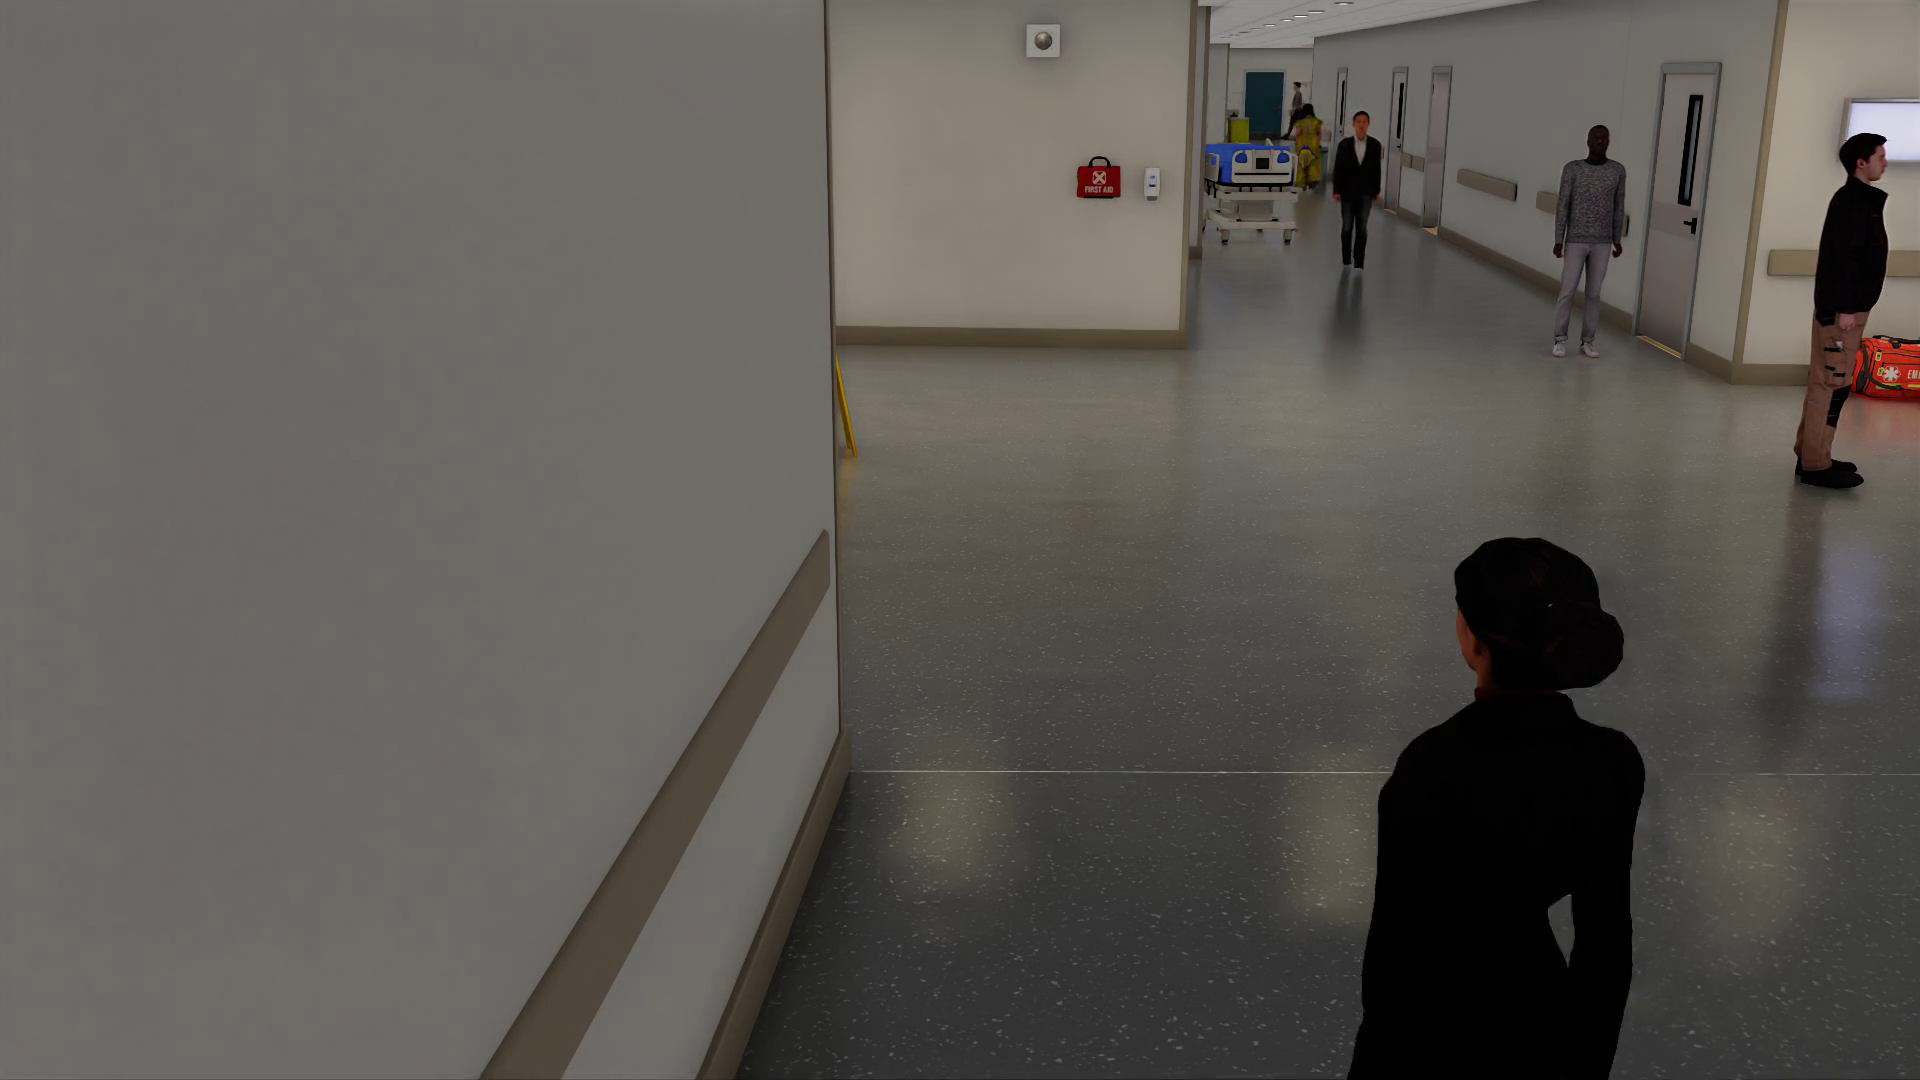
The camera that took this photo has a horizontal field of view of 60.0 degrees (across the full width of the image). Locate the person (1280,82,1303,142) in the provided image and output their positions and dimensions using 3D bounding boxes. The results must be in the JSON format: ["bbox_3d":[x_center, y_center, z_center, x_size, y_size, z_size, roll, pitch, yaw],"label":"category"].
[{"bbox_3d":[11.192,-14.088,54.759,1.017,1.880,0.743,2,16,7],"label":"person"}]

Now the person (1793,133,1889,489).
[{"bbox_3d":[4.901,-1.278,9.241,0.729,1.925,0.770,7,17,23],"label":"person"}]

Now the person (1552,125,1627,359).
[{"bbox_3d":[5.062,-2.406,13.403,0.467,1.837,0.746,2,16,6],"label":"person"}]

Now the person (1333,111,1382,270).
[{"bbox_3d":[4.599,-4.045,19.356,1.097,1.762,0.804,2,16,7],"label":"person"}]

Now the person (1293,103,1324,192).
[{"bbox_3d":[6.696,-7.532,31.943,0.737,1.643,0.769,2,16,6],"label":"person"}]

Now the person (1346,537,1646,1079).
[{"bbox_3d":[0.767,0.811,2.380,0.887,1.626,0.834,-5,17,-18],"label":"person"}]
